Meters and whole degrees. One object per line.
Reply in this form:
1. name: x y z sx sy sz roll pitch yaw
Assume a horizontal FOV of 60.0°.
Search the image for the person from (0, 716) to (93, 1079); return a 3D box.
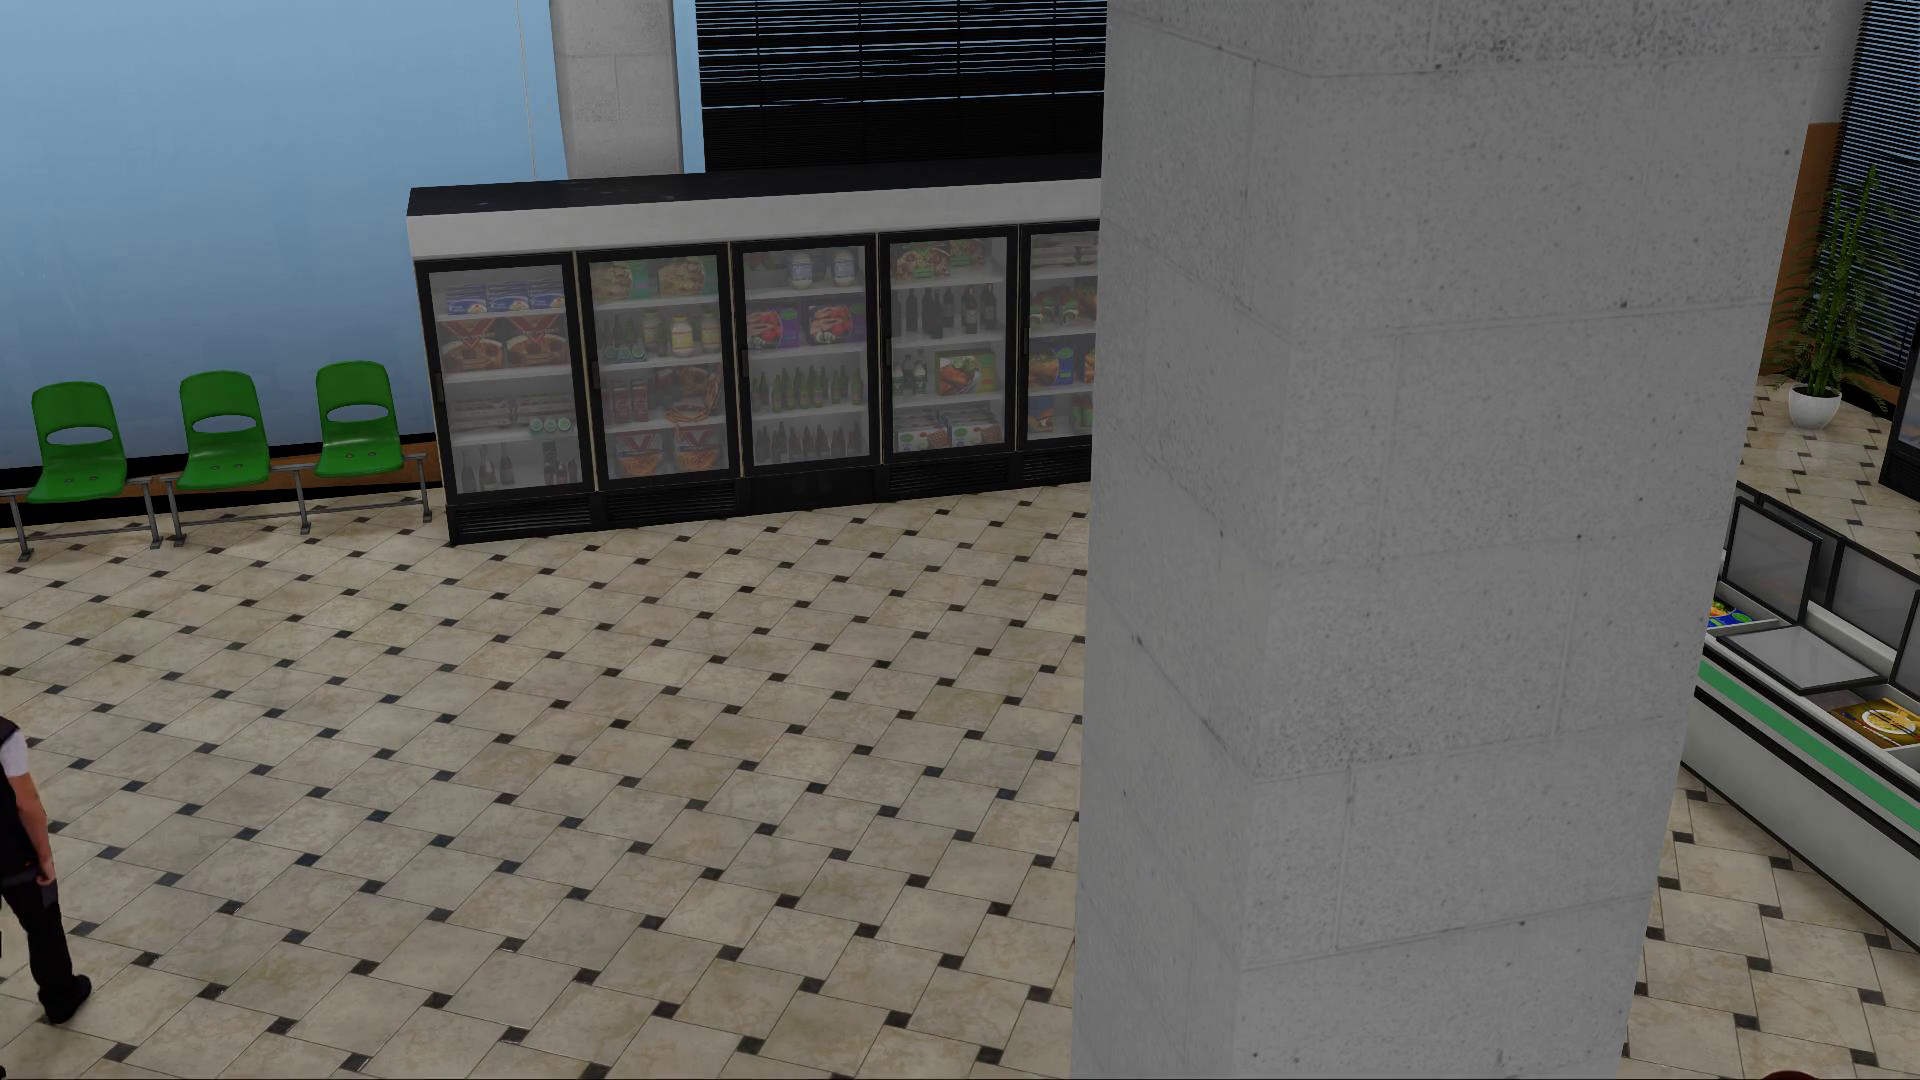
1. person: -3.804 1.261 6.438 0.716 1.830 1.064 -4 24 -8
